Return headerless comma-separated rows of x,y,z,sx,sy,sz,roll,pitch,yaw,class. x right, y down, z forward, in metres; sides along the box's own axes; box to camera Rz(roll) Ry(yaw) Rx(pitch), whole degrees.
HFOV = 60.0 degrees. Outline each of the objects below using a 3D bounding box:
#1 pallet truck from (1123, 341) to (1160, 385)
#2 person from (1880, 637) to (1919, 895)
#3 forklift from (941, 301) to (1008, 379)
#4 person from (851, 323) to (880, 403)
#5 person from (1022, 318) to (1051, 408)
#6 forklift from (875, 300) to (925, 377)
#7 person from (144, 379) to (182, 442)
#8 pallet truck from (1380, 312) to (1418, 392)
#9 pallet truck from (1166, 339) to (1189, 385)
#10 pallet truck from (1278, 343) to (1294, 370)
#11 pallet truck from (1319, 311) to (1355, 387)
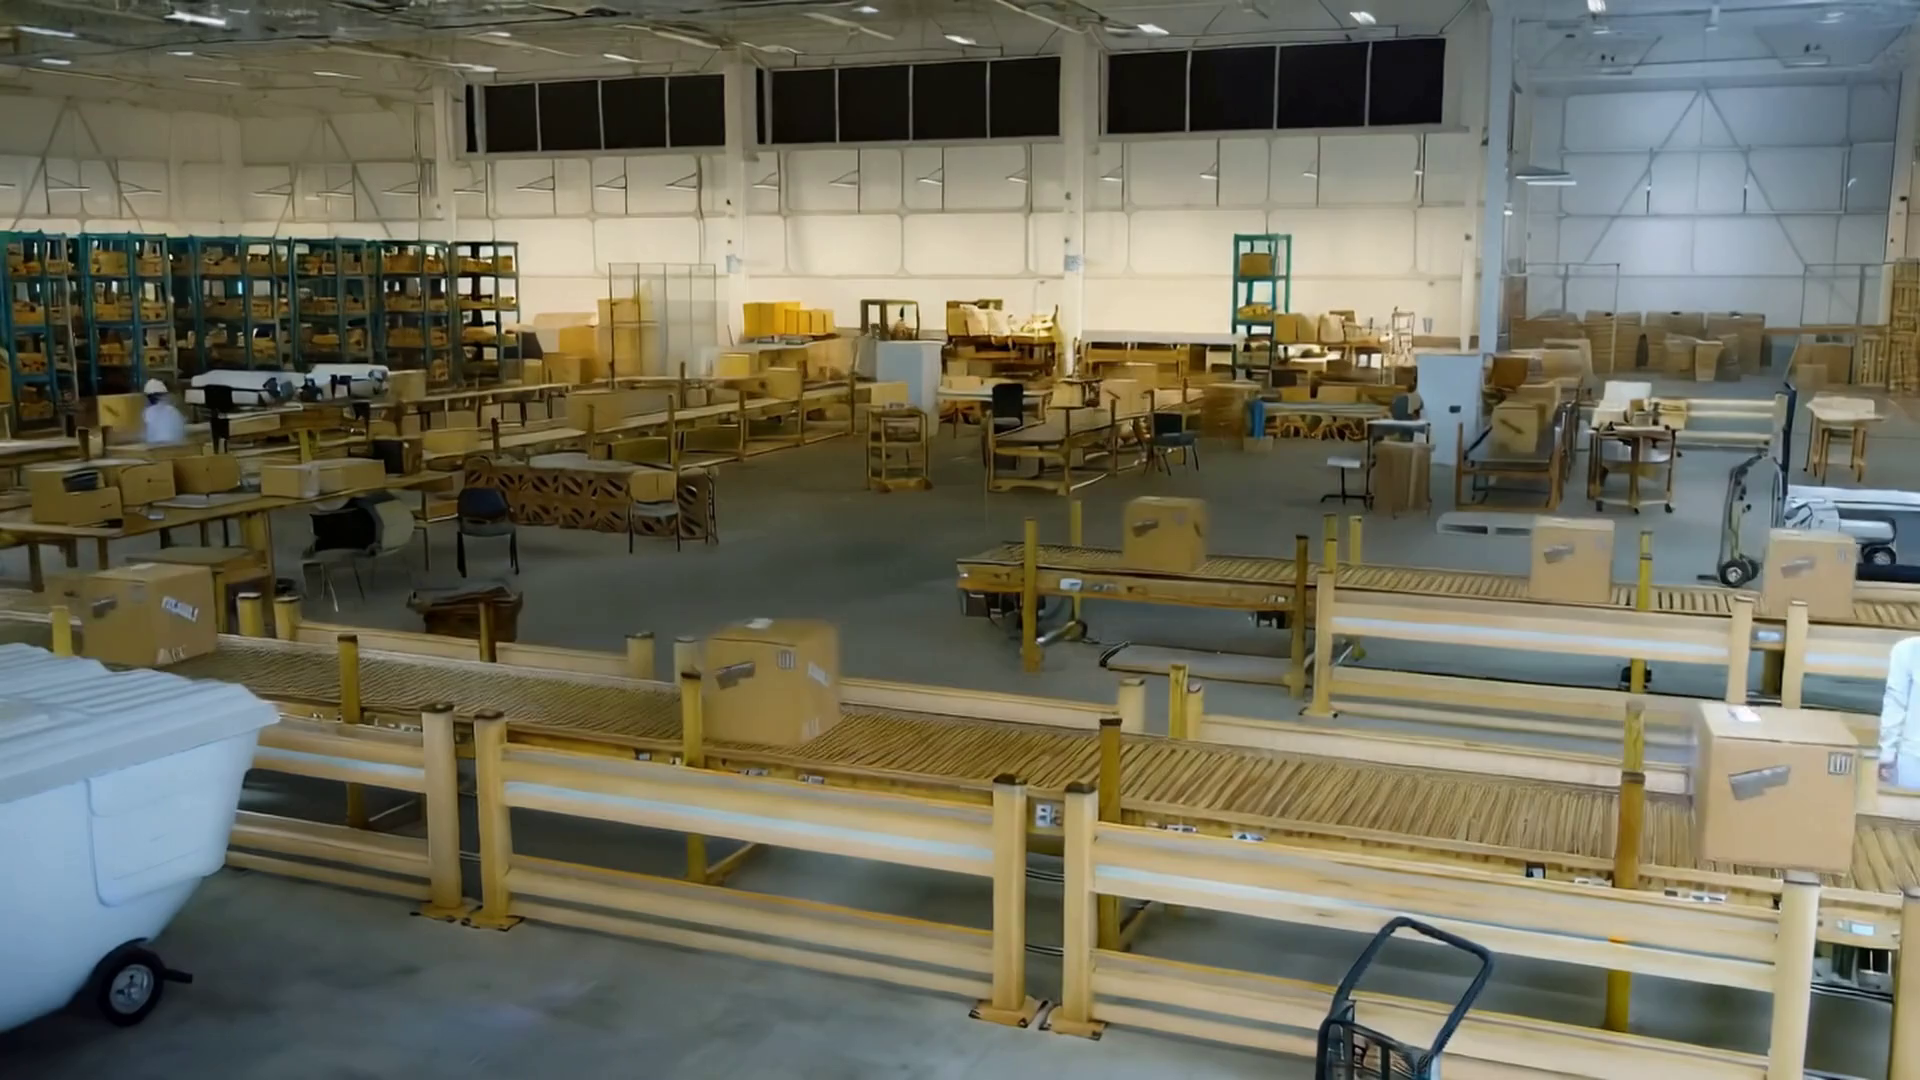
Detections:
4.445,-4.380,41.279,0.680,1.201,1.601,4,10,22,pallet truck
4.419,0.995,7.486,0.501,1.631,0.287,6,11,34,person
0.365,-4.966,41.571,1.157,1.987,2.680,3,10,20,forklift
-1.911,-3.522,34.150,0.656,1.867,0.663,7,12,35,person
1.433,-3.184,31.559,0.608,2.048,0.365,6,11,33,person
-1.732,-5.109,42.468,1.157,1.987,2.680,4,10,22,forklift
-9.192,-1.013,19.349,0.531,1.735,0.828,3,10,15,person
10.207,-4.283,38.369,0.823,1.965,1.885,3,10,20,pallet truck
5.418,-4.269,40.420,0.704,1.261,1.522,3,10,20,pallet truck
7.886,-4.163,39.743,0.653,1.274,1.630,4,10,22,pallet truck
9.071,-4.419,39.190,0.823,1.965,1.885,5,10,26,pallet truck
